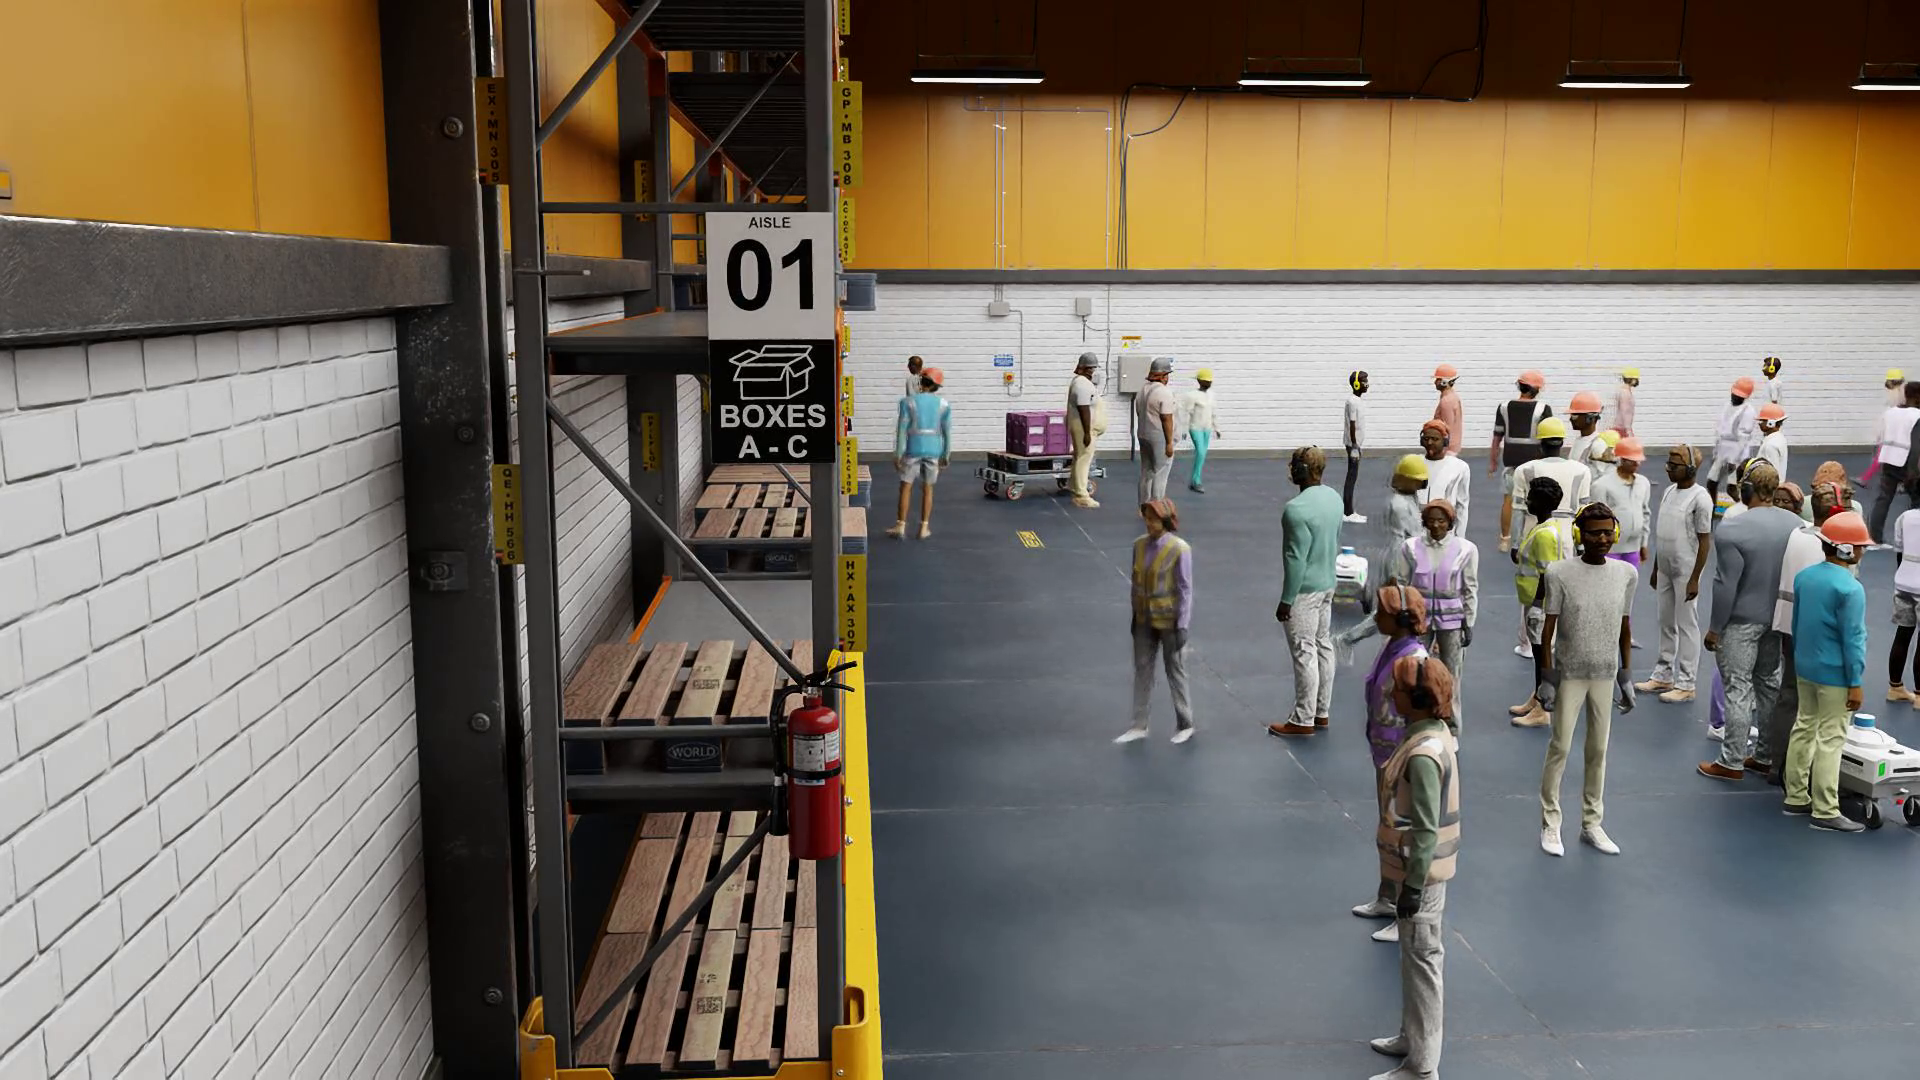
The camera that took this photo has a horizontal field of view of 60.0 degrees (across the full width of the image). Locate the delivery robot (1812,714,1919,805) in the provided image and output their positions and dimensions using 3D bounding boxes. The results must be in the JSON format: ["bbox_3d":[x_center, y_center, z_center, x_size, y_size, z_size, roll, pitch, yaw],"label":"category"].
[{"bbox_3d":[5.084,1.226,9.378,0.477,0.478,0.707,-2,9,-11],"label":"delivery robot"}]

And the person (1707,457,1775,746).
[{"bbox_3d":[5.105,0.390,10.804,0.317,1.870,0.531,9,12,43],"label":"person"}]

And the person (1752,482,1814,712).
[{"bbox_3d":[5.581,0.417,11.351,0.513,1.642,0.311,7,12,39],"label":"person"}]

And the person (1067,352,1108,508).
[{"bbox_3d":[1.680,-1.456,21.858,0.535,2.000,0.684,-1,9,-4],"label":"person"}]

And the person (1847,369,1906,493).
[{"bbox_3d":[12.943,-1.530,23.279,0.868,1.720,0.548,7,11,37],"label":"person"}]

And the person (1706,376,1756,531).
[{"bbox_3d":[8.995,-0.979,19.400,0.562,1.881,0.601,-1,9,-7],"label":"person"}]

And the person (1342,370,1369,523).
[{"bbox_3d":[4.876,-1.148,20.461,0.328,1.872,0.508,2,9,15],"label":"person"}]

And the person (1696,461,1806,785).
[{"bbox_3d":[4.723,0.494,9.936,0.629,1.940,0.372,-3,10,-20],"label":"person"}]

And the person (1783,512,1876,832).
[{"bbox_3d":[4.792,0.713,9.139,0.329,1.751,0.572,-1,9,-4],"label":"person"}]

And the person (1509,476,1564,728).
[{"bbox_3d":[3.898,0.414,11.197,0.318,1.697,0.535,3,9,17],"label":"person"}]

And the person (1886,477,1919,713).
[{"bbox_3d":[6.725,0.349,11.599,0.320,1.697,0.531,-1,9,-7],"label":"person"}]

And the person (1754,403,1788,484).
[{"bbox_3d":[8.123,-0.500,16.751,0.329,1.751,0.570,5,10,30],"label":"person"}]

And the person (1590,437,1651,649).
[{"bbox_3d":[5.353,0.032,13.457,0.580,1.741,0.351,-3,10,-20],"label":"person"}]

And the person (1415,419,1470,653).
[{"bbox_3d":[3.783,-0.029,13.395,0.575,1.883,0.355,4,10,26],"label":"person"}]

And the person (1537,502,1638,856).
[{"bbox_3d":[3.286,0.724,8.706,0.515,1.872,0.328,-1,9,-4],"label":"person"}]

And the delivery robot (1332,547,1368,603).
[{"bbox_3d":[3.521,0.308,15.141,0.477,0.478,0.707,3,9,17],"label":"delivery robot"}]

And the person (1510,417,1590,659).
[{"bbox_3d":[4.646,-0.008,13.157,0.588,1.919,0.396,1,9,9],"label":"person"}]

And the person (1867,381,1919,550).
[{"bbox_3d":[10.473,-0.808,18.329,0.906,1.871,0.592,-2,9,-14],"label":"person"}]

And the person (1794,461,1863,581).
[{"bbox_3d":[6.566,0.212,12.657,0.507,1.632,0.274,6,11,35],"label":"person"}]

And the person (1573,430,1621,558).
[{"bbox_3d":[5.448,-0.074,14.161,0.492,1.729,0.323,8,12,40],"label":"person"}]

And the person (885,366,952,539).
[{"bbox_3d":[-0.452,-1.006,19.206,0.733,1.990,0.455,-2,9,-12],"label":"person"}]

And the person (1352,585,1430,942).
[{"bbox_3d":[2.005,1.013,7.614,0.310,1.638,0.522,0,9,-1],"label":"person"}]

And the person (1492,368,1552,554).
[{"bbox_3d":[6.106,-0.848,18.048,0.634,2.041,0.393,7,11,37],"label":"person"}]

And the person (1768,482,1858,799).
[{"bbox_3d":[4.967,0.578,9.700,0.372,1.843,0.570,-2,9,-11],"label":"person"}]

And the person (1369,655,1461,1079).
[{"bbox_3d":[1.706,1.235,6.219,0.306,1.639,0.523,3,9,16],"label":"person"}]

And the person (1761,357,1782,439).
[{"bbox_3d":[11.574,-1.684,23.824,0.319,1.871,0.532,4,10,25],"label":"person"}]

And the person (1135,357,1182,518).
[{"bbox_3d":[2.484,-1.260,20.626,0.535,2.000,0.681,-4,10,-25],"label":"person"}]

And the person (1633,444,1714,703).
[{"bbox_3d":[5.112,0.235,11.855,0.345,1.846,0.508,-2,9,-13],"label":"person"}]

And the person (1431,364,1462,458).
[{"bbox_3d":[5.723,-1.079,19.644,0.388,1.992,0.612,4,10,23],"label":"person"}]

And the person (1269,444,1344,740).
[{"bbox_3d":[2.272,0.338,10.913,0.372,1.940,0.627,7,11,37],"label":"person"}]

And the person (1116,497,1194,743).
[{"bbox_3d":[1.297,0.527,10.746,0.374,1.650,0.522,-7,11,-37],"label":"person"}]

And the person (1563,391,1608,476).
[{"bbox_3d":[5.342,-0.256,14.313,0.380,2.041,0.616,0,9,2],"label":"person"}]

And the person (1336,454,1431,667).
[{"bbox_3d":[3.254,0.189,12.570,0.672,1.713,0.488,4,10,23],"label":"person"}]

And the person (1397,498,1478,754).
[{"bbox_3d":[3.030,0.541,10.608,0.504,1.631,0.310,4,10,23],"label":"person"}]

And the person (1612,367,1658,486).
[{"bbox_3d":[9.511,-1.568,23.518,0.814,1.733,0.537,5,10,29],"label":"person"}]

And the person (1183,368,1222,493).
[{"bbox_3d":[3.404,-1.531,23.232,0.539,1.743,0.607,-7,12,-39],"label":"person"}]
